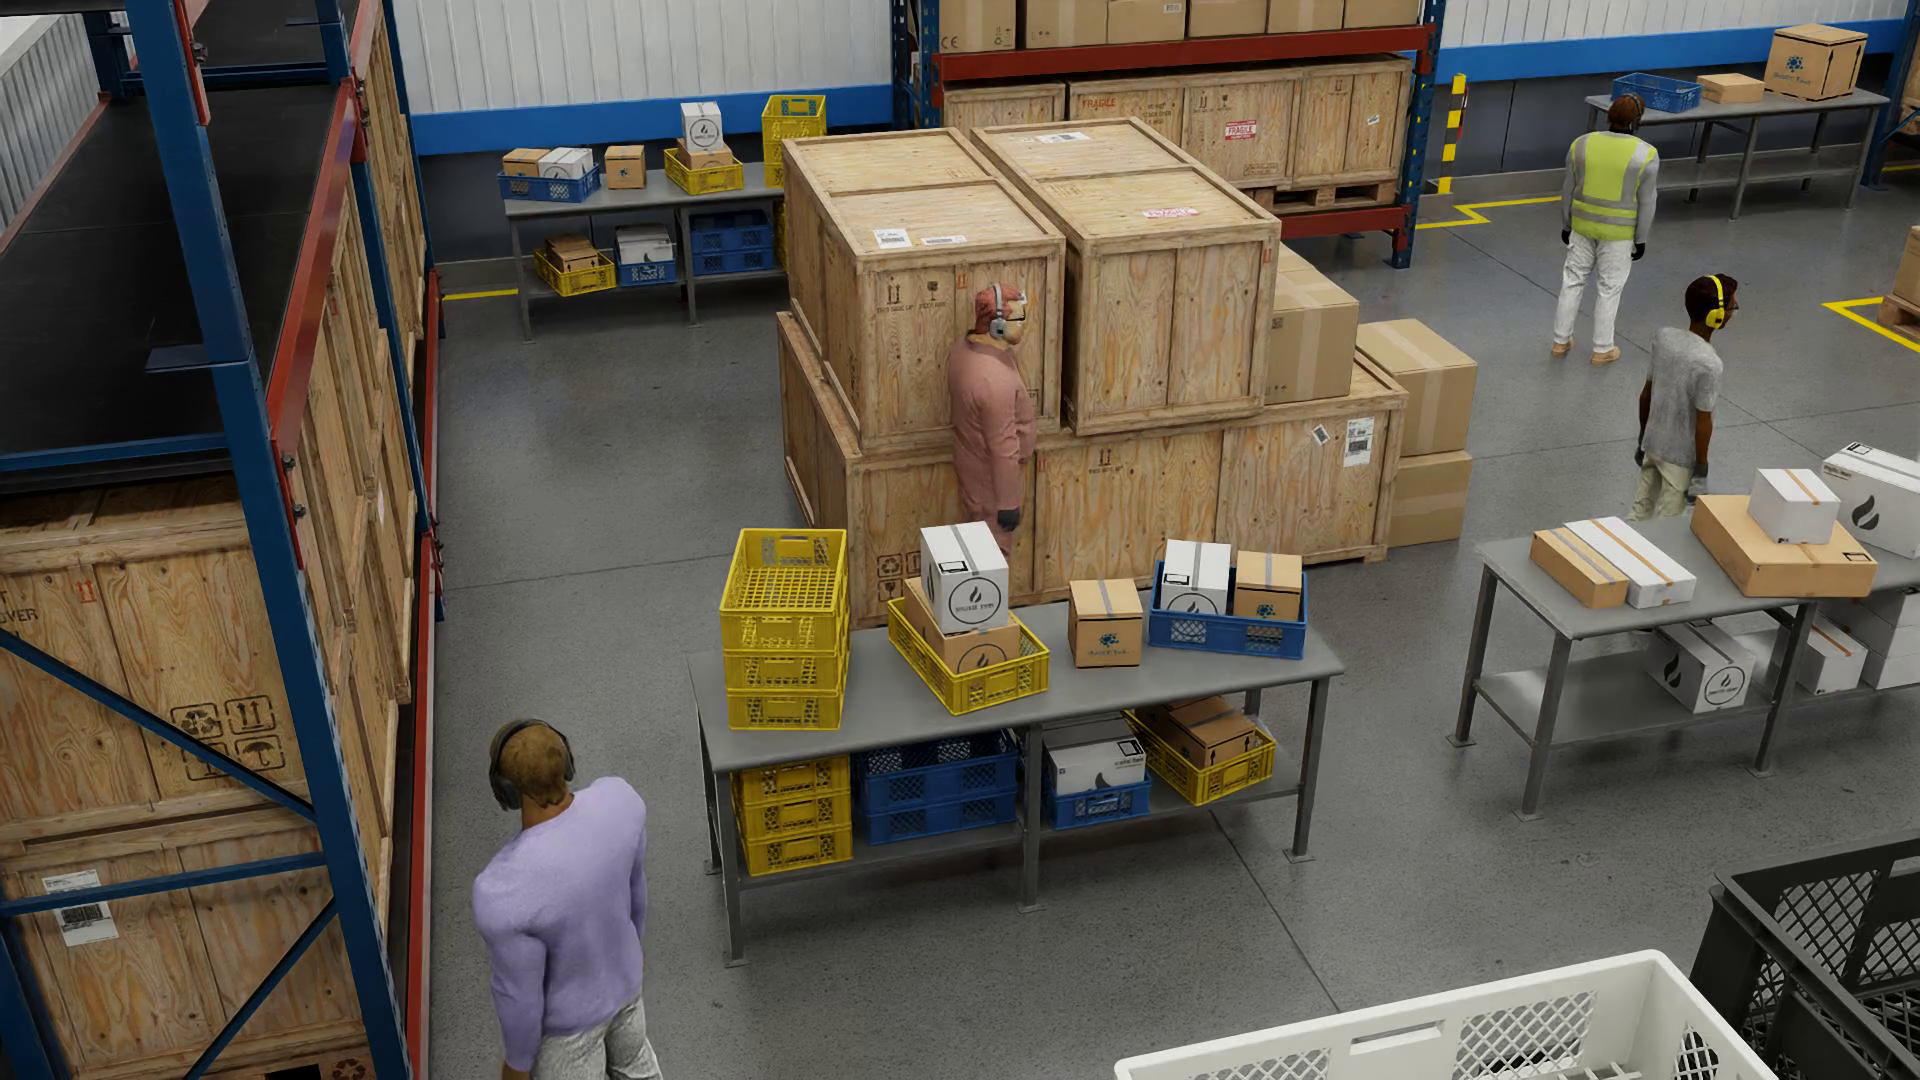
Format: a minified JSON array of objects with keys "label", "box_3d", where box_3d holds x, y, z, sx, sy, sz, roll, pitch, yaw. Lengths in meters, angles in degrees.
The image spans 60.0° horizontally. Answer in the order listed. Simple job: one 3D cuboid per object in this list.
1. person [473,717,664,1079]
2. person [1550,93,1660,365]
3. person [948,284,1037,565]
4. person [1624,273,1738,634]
[{"label":"person","box_3d":[-1.136,1.352,4.926,0.379,1.933,0.629,15,32,25]},{"label":"person","box_3d":[4.373,-2.102,11.287,0.626,1.844,0.429,22,36,34]},{"label":"person","box_3d":[0.169,-0.317,7.981,0.402,1.906,0.652,-8,30,-14]},{"label":"person","box_3d":[3.520,-0.418,8.201,0.328,1.873,0.520,-7,30,-13]}]
